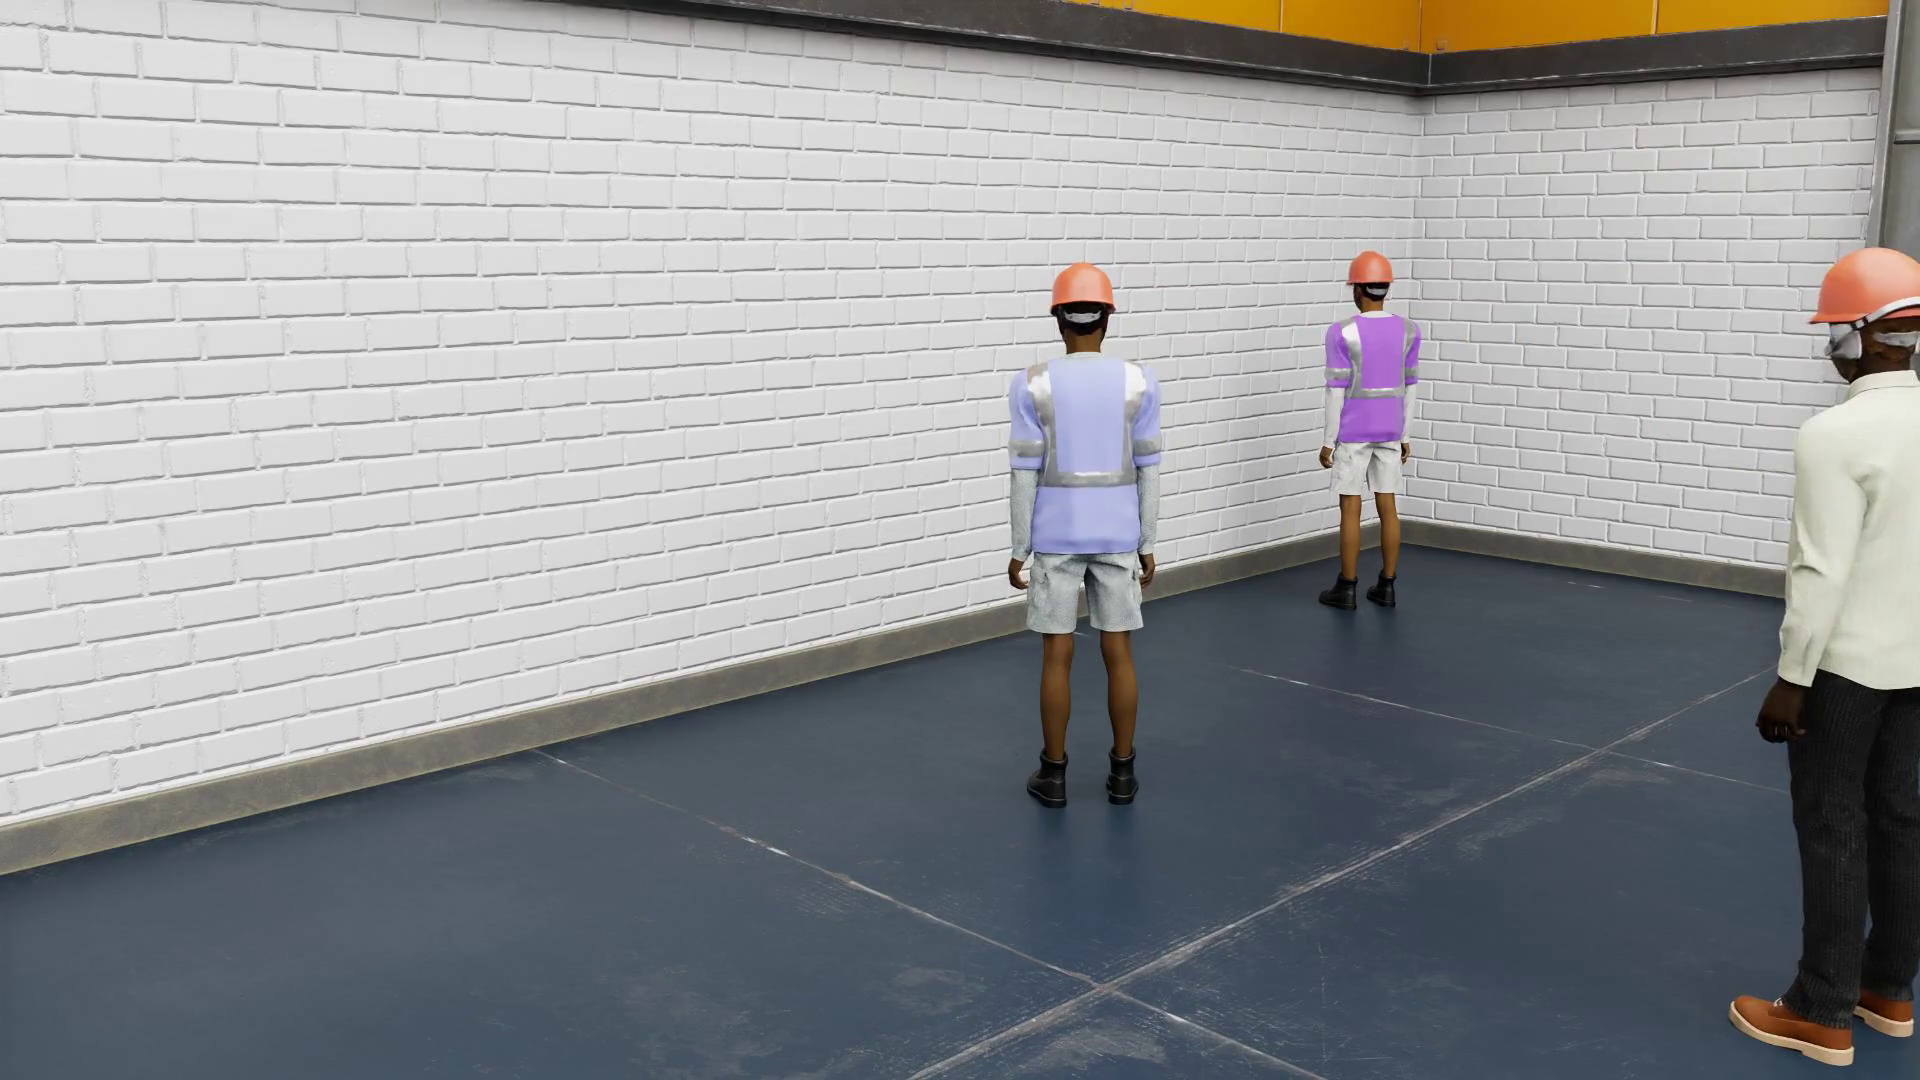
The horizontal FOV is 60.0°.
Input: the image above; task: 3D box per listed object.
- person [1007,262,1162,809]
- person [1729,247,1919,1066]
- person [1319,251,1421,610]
[{"bbox_3d":[0.432,-0.006,5.889,0.543,1.928,0.374,-1,10,-4],"label":"person"},{"bbox_3d":[2.203,0.288,4.106,0.619,1.990,0.395,-6,12,-29],"label":"person"},{"bbox_3d":[2.197,-0.583,9.002,0.544,1.939,0.353,-3,11,-15],"label":"person"}]
